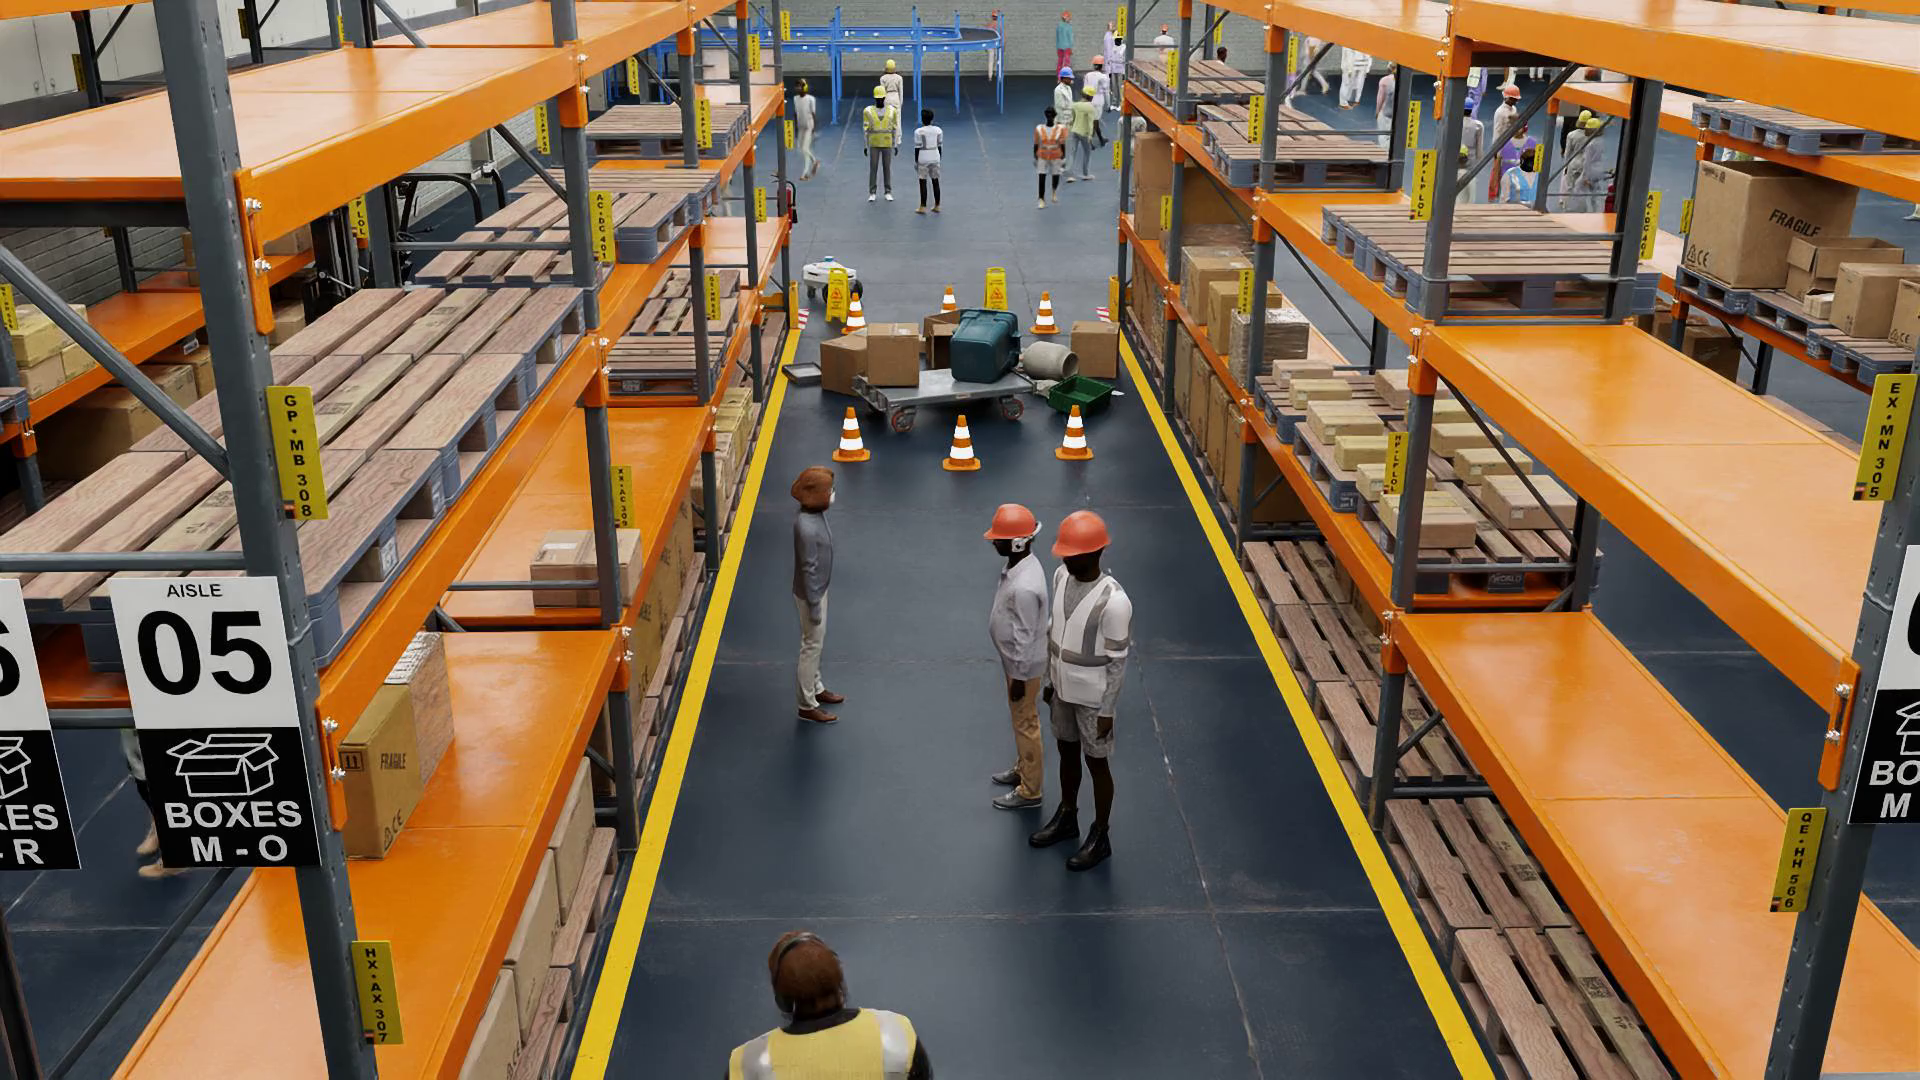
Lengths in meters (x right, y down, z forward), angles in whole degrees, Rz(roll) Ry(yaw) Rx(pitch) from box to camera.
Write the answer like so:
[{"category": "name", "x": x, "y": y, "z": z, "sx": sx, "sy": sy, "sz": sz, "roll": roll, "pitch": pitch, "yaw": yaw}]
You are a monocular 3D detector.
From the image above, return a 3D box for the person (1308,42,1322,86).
[{"category": "person", "x": 10.112, "y": -13.883, "z": 47.205, "sx": 0.374, "sy": 1.929, "sz": 0.542, "roll": 6, "pitch": 22, "yaw": 16}]

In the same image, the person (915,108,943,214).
[{"category": "person", "x": -0.519, "y": -6.197, "z": 27.223, "sx": 0.536, "sy": 1.691, "sz": 0.318, "roll": -13, "pitch": 24, "yaw": -31}]

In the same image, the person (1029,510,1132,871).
[{"category": "person", "x": 0.611, "y": 0.758, "z": 8.496, "sx": 0.356, "sy": 1.938, "sz": 0.544, "roll": -15, "pitch": 25, "yaw": -34}]

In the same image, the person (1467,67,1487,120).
[{"category": "person", "x": 11.668, "y": -10.220, "z": 37.561, "sx": 0.415, "sy": 1.906, "sz": 0.598, "roll": -8, "pitch": 22, "yaw": -20}]

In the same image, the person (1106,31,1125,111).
[{"category": "person", "x": 3.918, "y": -11.658, "z": 41.325, "sx": 0.366, "sy": 1.927, "sz": 0.591, "roll": -18, "pitch": 27, "yaw": -39}]

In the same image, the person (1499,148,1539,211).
[{"category": "person", "x": 7.318, "y": -4.176, "z": 21.670, "sx": 0.637, "sy": 1.842, "sz": 0.429, "roll": -4, "pitch": 21, "yaw": -10}]

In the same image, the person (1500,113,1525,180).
[{"category": "person", "x": 8.387, "y": -5.539, "z": 25.270, "sx": 0.387, "sy": 1.845, "sz": 0.569, "roll": 1, "pitch": 21, "yaw": 3}]

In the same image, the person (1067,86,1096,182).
[{"category": "person", "x": 2.246, "y": -7.426, "z": 30.419, "sx": 0.776, "sy": 1.707, "sz": 0.615, "roll": -19, "pitch": 28, "yaw": -41}]

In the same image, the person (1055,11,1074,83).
[{"category": "person", "x": 3.023, "y": -14.175, "z": 47.884, "sx": 0.612, "sy": 1.994, "sz": 0.395, "roll": 18, "pitch": 27, "yaw": 40}]

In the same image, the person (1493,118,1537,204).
[{"category": "person", "x": 8.275, "y": -5.388, "z": 24.872, "sx": 0.567, "sy": 1.839, "sz": 0.377, "roll": 4, "pitch": 21, "yaw": 11}]

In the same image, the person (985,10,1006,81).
[{"category": "person", "x": 1.029, "y": -14.457, "z": 48.629, "sx": 0.625, "sy": 1.992, "sz": 0.386, "roll": 3, "pitch": 21, "yaw": 7}]

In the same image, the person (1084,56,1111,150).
[{"category": "person", "x": 2.899, "y": -9.080, "z": 34.560, "sx": 0.571, "sy": 1.888, "sz": 0.957, "roll": 17, "pitch": 26, "yaw": 37}]

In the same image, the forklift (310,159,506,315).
[{"category": "forklift", "x": -5.622, "y": -2.910, "z": 17.832, "sx": 2.313, "sy": 2.155, "sz": 1.214, "roll": -1, "pitch": 21, "yaw": -1}]

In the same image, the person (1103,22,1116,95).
[{"category": "person", "x": 4.060, "y": -12.996, "z": 44.889, "sx": 0.405, "sy": 1.911, "sz": 0.636, "roll": 1, "pitch": 21, "yaw": 4}]

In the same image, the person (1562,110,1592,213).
[{"category": "person", "x": 9.864, "y": -5.942, "z": 26.470, "sx": 0.487, "sy": 1.746, "sz": 0.288, "roll": 11, "pitch": 23, "yaw": 26}]

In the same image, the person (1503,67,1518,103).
[{"category": "person", "x": 14.353, "y": -12.285, "z": 43.073, "sx": 0.335, "sy": 1.864, "sz": 0.517, "roll": 2, "pitch": 21, "yaw": 4}]

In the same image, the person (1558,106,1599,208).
[{"category": "person", "x": 10.295, "y": -6.523, "z": 27.660, "sx": 0.622, "sy": 1.992, "sz": 0.396, "roll": 19, "pitch": 28, "yaw": 40}]

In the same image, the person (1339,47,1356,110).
[{"category": "person", "x": 9.708, "y": -11.757, "z": 41.572, "sx": 0.372, "sy": 1.940, "sz": 0.629, "roll": 1, "pitch": 21, "yaw": 3}]

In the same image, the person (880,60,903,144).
[{"category": "person", "x": -1.457, "y": -9.326, "z": 35.414, "sx": 0.487, "sy": 1.745, "sz": 0.289, "roll": -4, "pitch": 21, "yaw": -10}]

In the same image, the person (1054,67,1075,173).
[{"category": "person", "x": 1.968, "y": -7.971, "z": 31.551, "sx": 0.406, "sy": 1.945, "sz": 0.614, "roll": 8, "pitch": 22, "yaw": 20}]

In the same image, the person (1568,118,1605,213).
[{"category": "person", "x": 9.758, "y": -5.679, "z": 25.821, "sx": 0.500, "sy": 1.713, "sz": 0.704, "roll": -15, "pitch": 25, "yaw": -34}]

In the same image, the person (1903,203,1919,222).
[{"category": "person", "x": 15.473, "y": -6.012, "z": 26.514, "sx": 0.573, "sy": 1.843, "sz": 0.374, "roll": -13, "pitch": 24, "yaw": -31}]

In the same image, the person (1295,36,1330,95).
[{"category": "person", "x": 9.525, "y": -13.003, "z": 44.722, "sx": 0.811, "sy": 2.000, "sz": 0.685, "roll": 11, "pitch": 24, "yaw": 28}]

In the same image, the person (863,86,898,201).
[{"category": "person", "x": -1.350, "y": -6.756, "z": 28.369, "sx": 0.594, "sy": 1.925, "sz": 0.376, "roll": -3, "pitch": 21, "yaw": -8}]

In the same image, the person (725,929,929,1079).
[{"category": "person", "x": -0.384, "y": 2.073, "z": 5.198, "sx": 0.635, "sy": 1.807, "sz": 0.507, "roll": -8, "pitch": 22, "yaw": -21}]

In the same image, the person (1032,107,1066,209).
[{"category": "person", "x": 1.489, "y": -6.368, "z": 27.681, "sx": 0.578, "sy": 1.678, "sz": 0.498, "roll": 2, "pitch": 21, "yaw": 6}]

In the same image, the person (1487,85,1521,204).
[{"category": "person", "x": 9.165, "y": -6.641, "z": 28.001, "sx": 0.408, "sy": 1.981, "sz": 0.619, "roll": 18, "pitch": 27, "yaw": 39}]

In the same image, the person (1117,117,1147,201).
[{"category": "person", "x": 2.932, "y": -6.669, "z": 28.417, "sx": 0.489, "sy": 1.730, "sz": 0.323, "roll": 4, "pitch": 21, "yaw": 11}]

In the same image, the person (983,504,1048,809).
[{"category": "person", "x": 0.301, "y": 0.630, "z": 9.107, "sx": 0.355, "sy": 1.744, "sz": 0.557, "roll": -2, "pitch": 21, "yaw": -4}]

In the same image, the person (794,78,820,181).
[{"category": "person", "x": -2.801, "y": -7.562, "z": 30.607, "sx": 0.528, "sy": 1.852, "sz": 0.601, "roll": 15, "pitch": 25, "yaw": 34}]

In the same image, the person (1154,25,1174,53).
[{"category": "person", "x": 5.633, "y": -13.366, "z": 46.081, "sx": 0.572, "sy": 1.751, "sz": 0.329, "roll": 1, "pitch": 21, "yaw": 3}]

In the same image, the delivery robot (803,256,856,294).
[{"category": "delivery robot", "x": -1.668, "y": -3.369, "z": 21.195, "sx": 0.707, "sy": 0.478, "sz": 0.477, "roll": 17, "pitch": 27, "yaw": 38}]

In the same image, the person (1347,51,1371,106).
[{"category": "person", "x": 10.131, "y": -11.970, "z": 42.258, "sx": 0.645, "sy": 1.848, "sz": 0.426, "roll": 12, "pitch": 24, "yaw": 29}]

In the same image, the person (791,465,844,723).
[{"category": "person", "x": -0.873, "y": 0.321, "z": 10.087, "sx": 0.291, "sy": 1.625, "sz": 0.507, "roll": 0, "pitch": 21, "yaw": 0}]

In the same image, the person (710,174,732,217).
[{"category": "person", "x": -3.710, "y": -5.537, "z": 25.567, "sx": 0.417, "sy": 1.622, "sz": 0.542, "roll": 19, "pitch": 28, "yaw": 41}]
